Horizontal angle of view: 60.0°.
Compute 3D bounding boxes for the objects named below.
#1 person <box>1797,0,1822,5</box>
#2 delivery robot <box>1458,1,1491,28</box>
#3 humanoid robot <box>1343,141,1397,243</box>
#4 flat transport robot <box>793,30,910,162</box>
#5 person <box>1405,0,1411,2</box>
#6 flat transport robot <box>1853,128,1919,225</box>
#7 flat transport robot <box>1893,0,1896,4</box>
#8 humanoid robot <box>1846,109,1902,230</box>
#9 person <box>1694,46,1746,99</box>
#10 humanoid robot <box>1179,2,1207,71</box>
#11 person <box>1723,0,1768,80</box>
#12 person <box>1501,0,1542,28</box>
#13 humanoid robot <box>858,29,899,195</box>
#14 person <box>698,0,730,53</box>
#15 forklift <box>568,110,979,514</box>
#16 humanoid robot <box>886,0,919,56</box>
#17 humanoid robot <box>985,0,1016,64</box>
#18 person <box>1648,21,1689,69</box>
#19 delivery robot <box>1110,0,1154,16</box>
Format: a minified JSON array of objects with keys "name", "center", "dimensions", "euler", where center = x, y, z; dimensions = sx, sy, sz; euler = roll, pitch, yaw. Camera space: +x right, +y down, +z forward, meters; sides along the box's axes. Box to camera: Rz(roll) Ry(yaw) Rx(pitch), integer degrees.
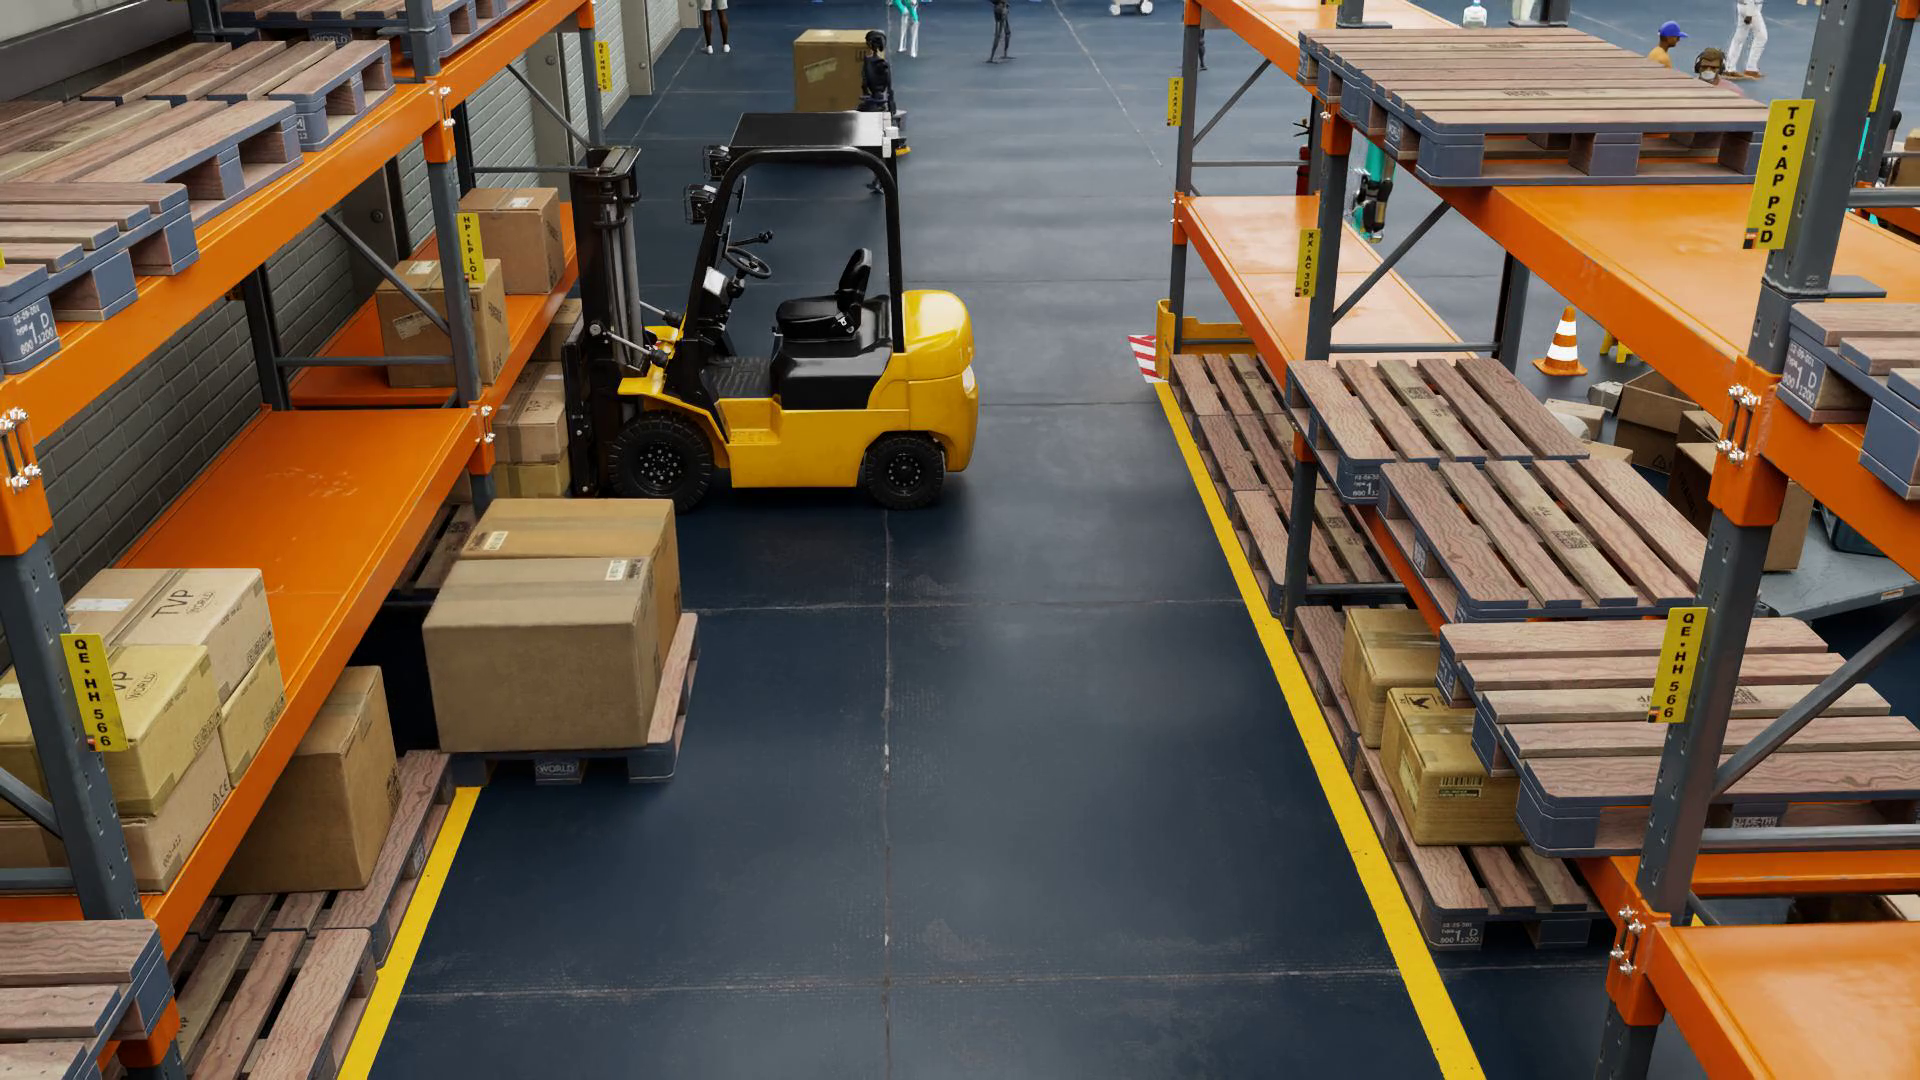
[{"name":"person","center":[15.408,-10.567,29.783],"dimensions":[0.528,1.891,0.395],"euler":[7,26,14]},{"name":"delivery robot","center":[8.168,-8.224,26.405],"dimensions":[0.499,0.612,0.816],"euler":[7,26,14]},{"name":"humanoid robot","center":[2.920,-2.525,12.967],"dimensions":[0.910,1.796,0.544],"euler":[-1,25,-3]},{"name":"flat transport robot","center":[-1.338,-4.475,18.780],"dimensions":[1.431,0.231,0.659],"euler":[15,29,28]},{"name":"person","center":[6.663,-8.329,25.100],"dimensions":[0.569,1.844,0.385],"euler":[-7,26,-15]},{"name":"flat transport robot","center":[8.987,-3.149,15.973],"dimensions":[1.431,0.231,0.659],"euler":[16,30,31]},{"name":"flat transport robot","center":[17.349,-9.751,29.953],"dimensions":[0.659,0.231,1.431],"euler":[-10,27,-21]},{"name":"humanoid robot","center":[7.147,-2.689,13.122],"dimensions":[0.533,1.677,0.735],"euler":[-1,25,-2]},{"name":"person","center":[6.264,-3.226,14.201],"dimensions":[0.621,1.932,0.371],"euler":[11,27,22]},{"name":"humanoid robot","center":[3.366,-7.513,23.567],"dimensions":[0.344,1.654,0.588],"euler":[-13,28,-26]},{"name":"person","center":[10.960,-7.250,22.785],"dimensions":[0.680,1.863,0.613],"euler":[7,26,14]},{"name":"person","center":[8.443,-8.202,24.998],"dimensions":[0.584,1.698,0.865],"euler":[20,32,36]},{"name":"humanoid robot","center":[-0.822,-4.304,16.780],"dimensions":[0.378,1.649,0.605],"euler":[-16,30,-30]},{"name":"person","center":[-3.736,-8.289,24.951],"dimensions":[0.543,1.899,0.380],"euler":[-8,27,-17]},{"name":"forklift","center":[-1.043,-1.379,9.976],"dimensions":[2.313,2.155,1.214],"euler":[-1,25,-2]},{"name":"humanoid robot","center":[-0.816,-8.101,24.751],"dimensions":[0.532,1.801,0.758],"euler":[9,27,19]},{"name":"humanoid robot","center":[0.590,-7.776,24.131],"dimensions":[0.430,1.654,0.601],"euler":[-1,25,-2]},{"name":"person","center":[7.078,-4.381,16.893],"dimensions":[0.373,1.711,0.444],"euler":[4,26,9]},{"name":"delivery robot","center":[3.010,-9.409,28.911],"dimensions":[0.813,0.610,0.499],"euler":[0,25,-1]}]
